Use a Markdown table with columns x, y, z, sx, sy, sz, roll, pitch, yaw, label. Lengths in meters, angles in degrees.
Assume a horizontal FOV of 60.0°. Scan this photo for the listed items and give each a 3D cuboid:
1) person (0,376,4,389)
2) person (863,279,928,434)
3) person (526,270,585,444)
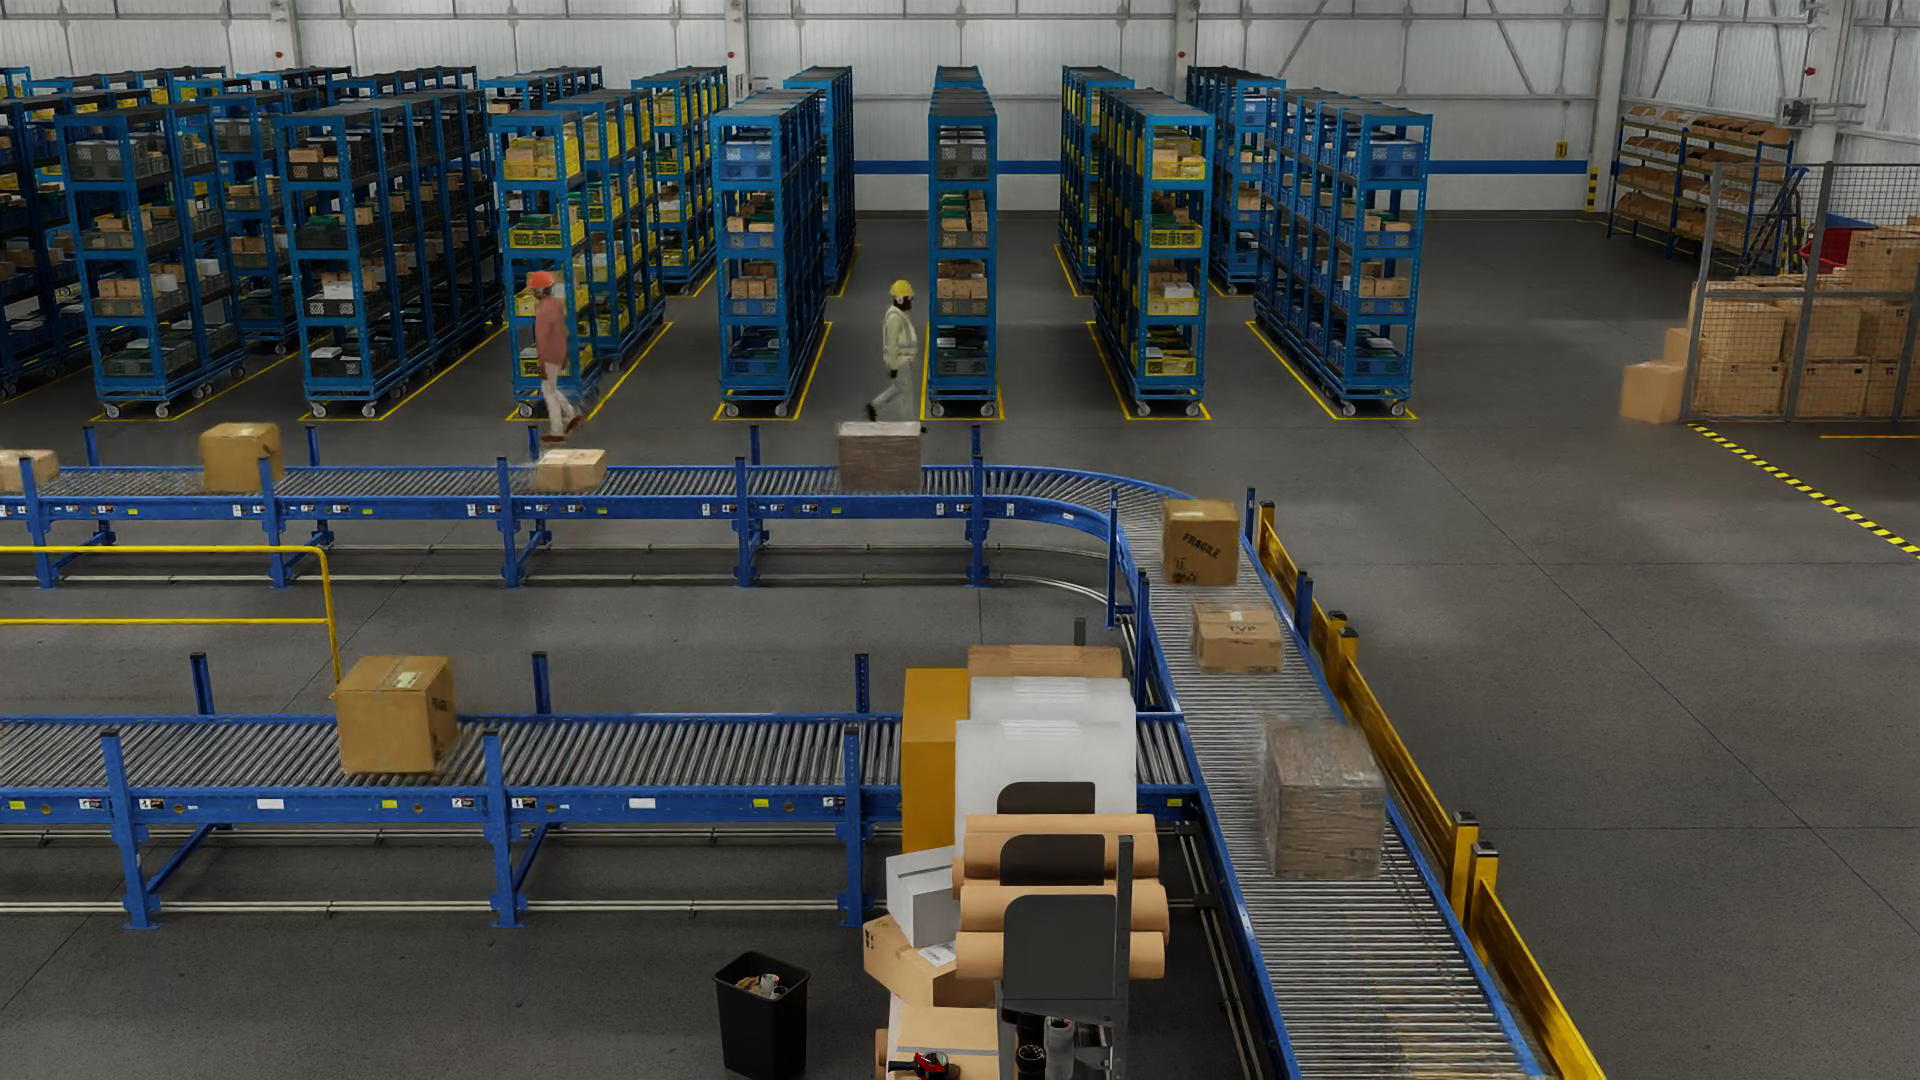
| x | y | z | sx | sy | sz | roll | pitch | yaw | label |
| --- | --- | --- | --- | --- | --- | --- | --- | --- | --- |
| -10.766 | -1.771 | 18.044 | 0.538 | 1.887 | 0.648 | 7 | 19 | 20 | person |
| -0.749 | -2.109 | 19.201 | 0.698 | 1.815 | 0.604 | 1 | 18 | 2 | person |
| -4.620 | -2.057 | 18.775 | 0.453 | 1.976 | 0.641 | 2 | 18 | 7 | person |
